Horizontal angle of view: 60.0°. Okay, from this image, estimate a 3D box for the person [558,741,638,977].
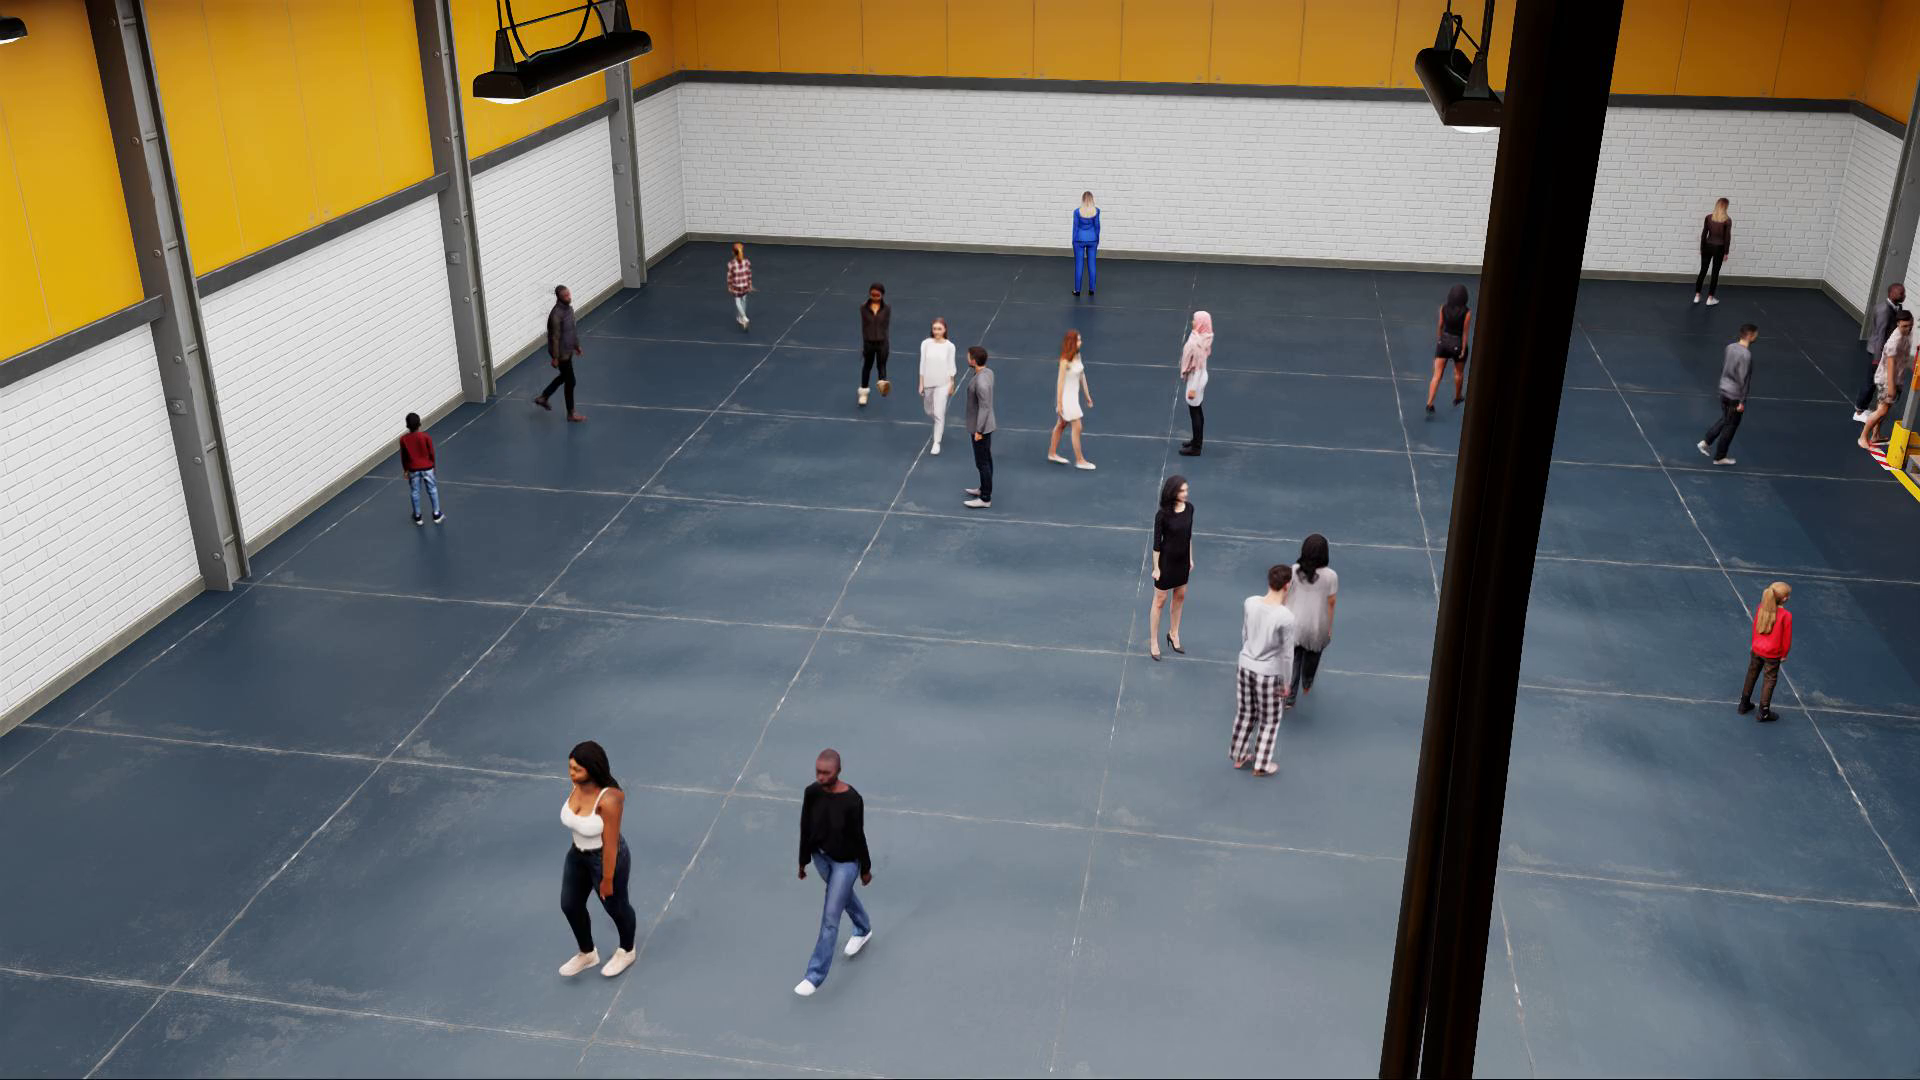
[{"bbox_3d":[-2.320,2.097,11.091,0.837,1.794,0.897,20,30,37],"label":"person"}]

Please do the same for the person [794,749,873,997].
[{"bbox_3d":[-0.790,2.128,11.141,0.876,1.698,1.230,13,27,27],"label":"person"}]

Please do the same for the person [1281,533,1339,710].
[{"bbox_3d":[2.998,0.737,14.463,0.669,1.585,1.007,6,24,13],"label":"person"}]

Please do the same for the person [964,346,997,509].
[{"bbox_3d":[0.247,-1.291,18.746,0.743,1.871,0.544,3,24,6],"label":"person"}]

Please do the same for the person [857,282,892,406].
[{"bbox_3d":[-1.111,-2.551,21.904,0.713,1.649,0.866,1,24,2],"label":"person"}]

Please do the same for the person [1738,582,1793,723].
[{"bbox_3d":[6.977,0.948,14.362,0.647,1.281,0.582,-13,27,-28],"label":"person"}]

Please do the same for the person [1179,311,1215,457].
[{"bbox_3d":[2.889,-1.916,20.261,0.723,1.803,0.575,8,25,17],"label":"person"}]

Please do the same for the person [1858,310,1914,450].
[{"bbox_3d":[11.500,-2.029,20.555,0.928,1.774,0.738,9,25,21],"label":"person"}]

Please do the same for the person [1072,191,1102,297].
[{"bbox_3d":[2.048,-4.826,27.046,0.685,1.701,0.663,-4,24,-9],"label":"person"}]

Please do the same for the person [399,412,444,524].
[{"bbox_3d":[-5.978,-0.804,18.409,0.578,1.250,0.594,-5,24,-12],"label":"person"}]

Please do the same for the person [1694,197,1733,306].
[{"bbox_3d":[12.043,-4.627,26.589,0.712,1.703,0.674,-19,30,-36],"label":"person"}]

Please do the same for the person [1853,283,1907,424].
[{"bbox_3d":[11.842,-2.425,21.410,0.868,1.815,0.727,19,30,37],"label":"person"}]

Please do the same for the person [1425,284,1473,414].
[{"bbox_3d":[6.323,-2.427,21.568,0.990,1.694,1.275,17,29,34],"label":"person"}]

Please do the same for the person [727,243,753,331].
[{"bbox_3d":[-3.327,-3.853,25.338,0.845,1.285,0.947,-13,27,-27],"label":"person"}]

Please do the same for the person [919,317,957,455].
[{"bbox_3d":[-0.286,-1.940,20.481,0.632,1.670,1.013,5,24,12],"label":"person"}]

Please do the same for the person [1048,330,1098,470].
[{"bbox_3d":[1.221,-1.694,19.904,0.827,1.683,0.945,12,26,25],"label":"person"}]

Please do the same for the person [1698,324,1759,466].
[{"bbox_3d":[9.174,-1.734,19.909,0.796,1.751,0.739,-4,24,-9],"label":"person"}]

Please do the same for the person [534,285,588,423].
[{"bbox_3d":[-5.151,-2.402,21.356,0.818,1.817,0.928,1,24,2],"label":"person"}]

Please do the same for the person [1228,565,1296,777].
[{"bbox_3d":[2.418,1.062,13.411,0.751,1.833,0.775,20,31,38],"label":"person"}]

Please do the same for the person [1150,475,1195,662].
[{"bbox_3d":[1.959,0.239,15.331,0.661,1.803,0.703,-14,27,-28],"label":"person"}]
